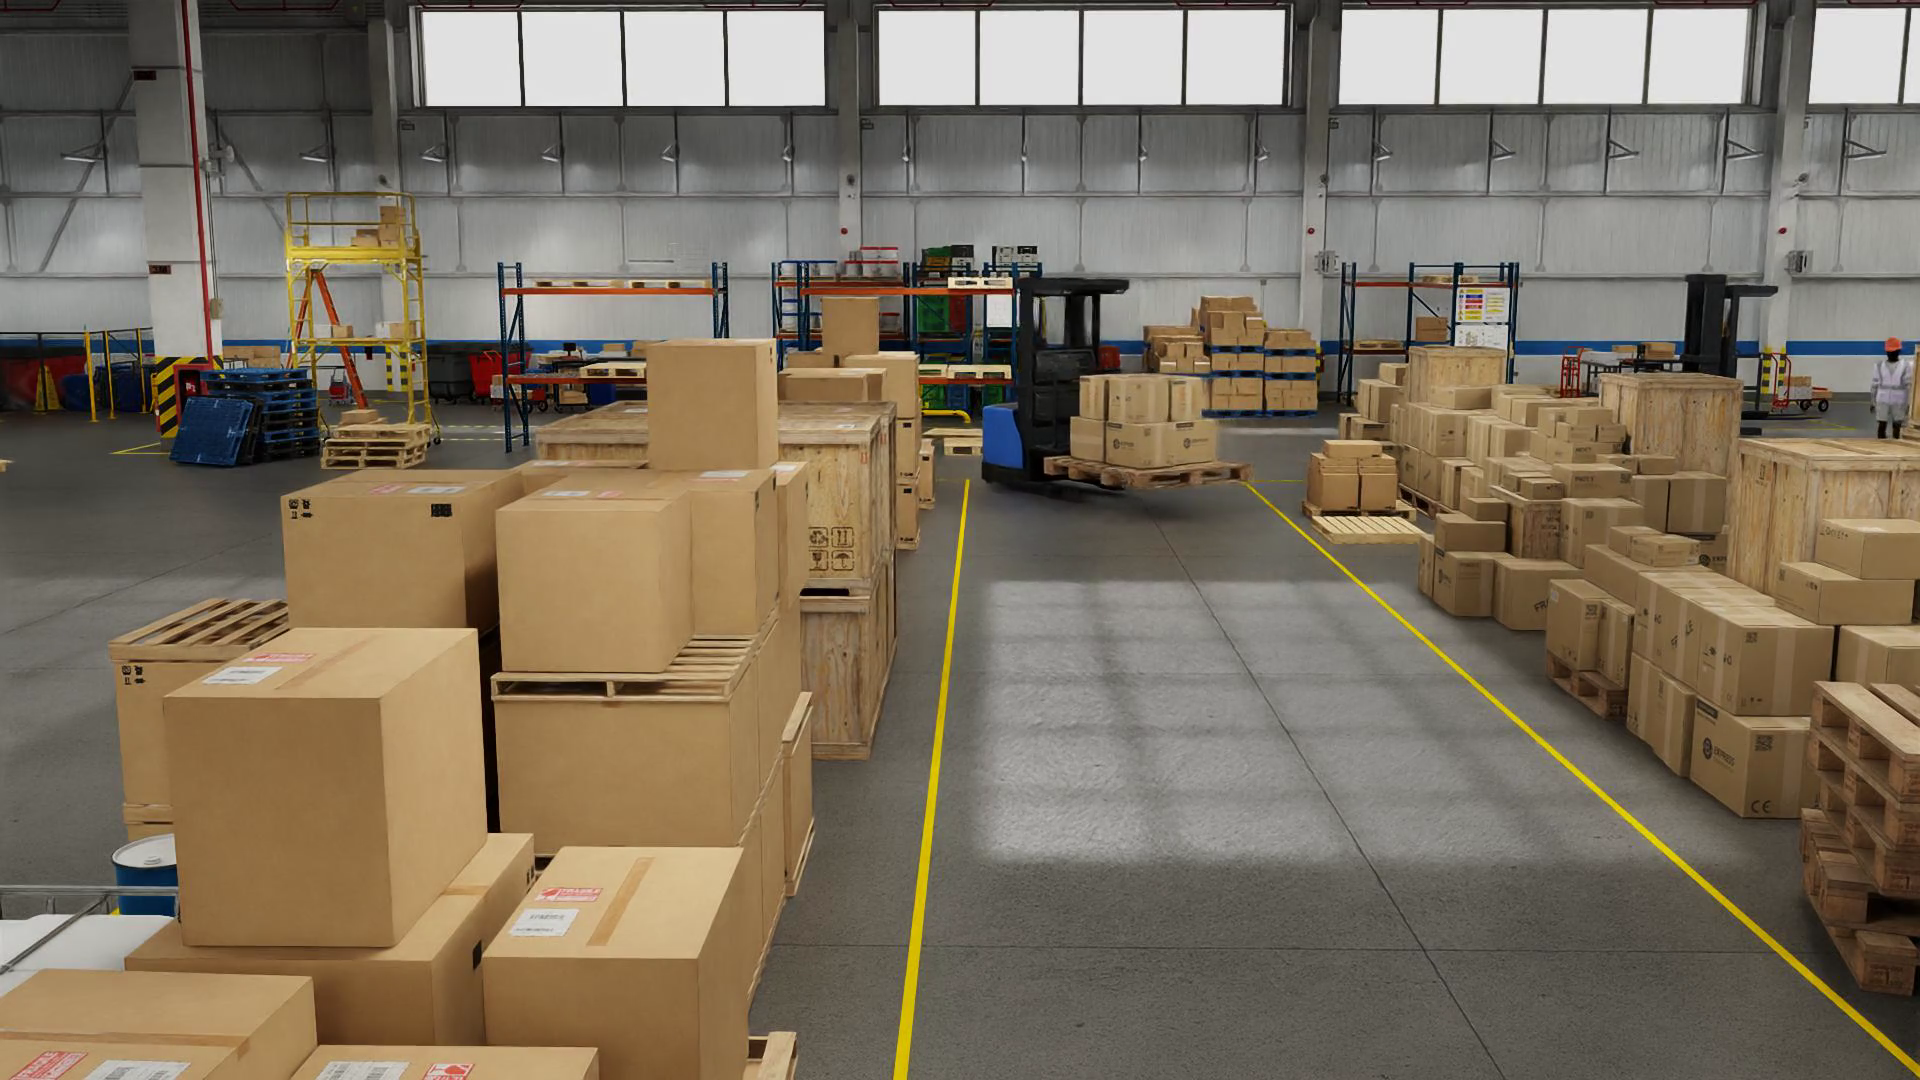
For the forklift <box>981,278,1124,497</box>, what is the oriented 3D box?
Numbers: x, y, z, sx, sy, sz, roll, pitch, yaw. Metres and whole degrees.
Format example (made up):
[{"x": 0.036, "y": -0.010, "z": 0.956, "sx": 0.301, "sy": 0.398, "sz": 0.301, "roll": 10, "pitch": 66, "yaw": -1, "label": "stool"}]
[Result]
[{"x": 1.191, "y": -2.087, "z": 22.138, "sx": 1.129, "sy": 2.768, "sz": 1.873, "roll": -6, "pitch": 11, "yaw": -31, "label": "forklift"}]

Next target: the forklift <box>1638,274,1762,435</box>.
[{"x": 13.019, "y": -3.274, "z": 29.249, "sx": 1.873, "sy": 2.768, "sz": 1.129, "roll": 0, "pitch": 9, "yaw": 1, "label": "forklift"}]

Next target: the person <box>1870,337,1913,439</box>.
[{"x": 14.043, "y": -2.104, "z": 25.104, "sx": 0.574, "sy": 1.918, "sz": 0.423, "roll": 7, "pitch": 12, "yaw": 35, "label": "person"}]
